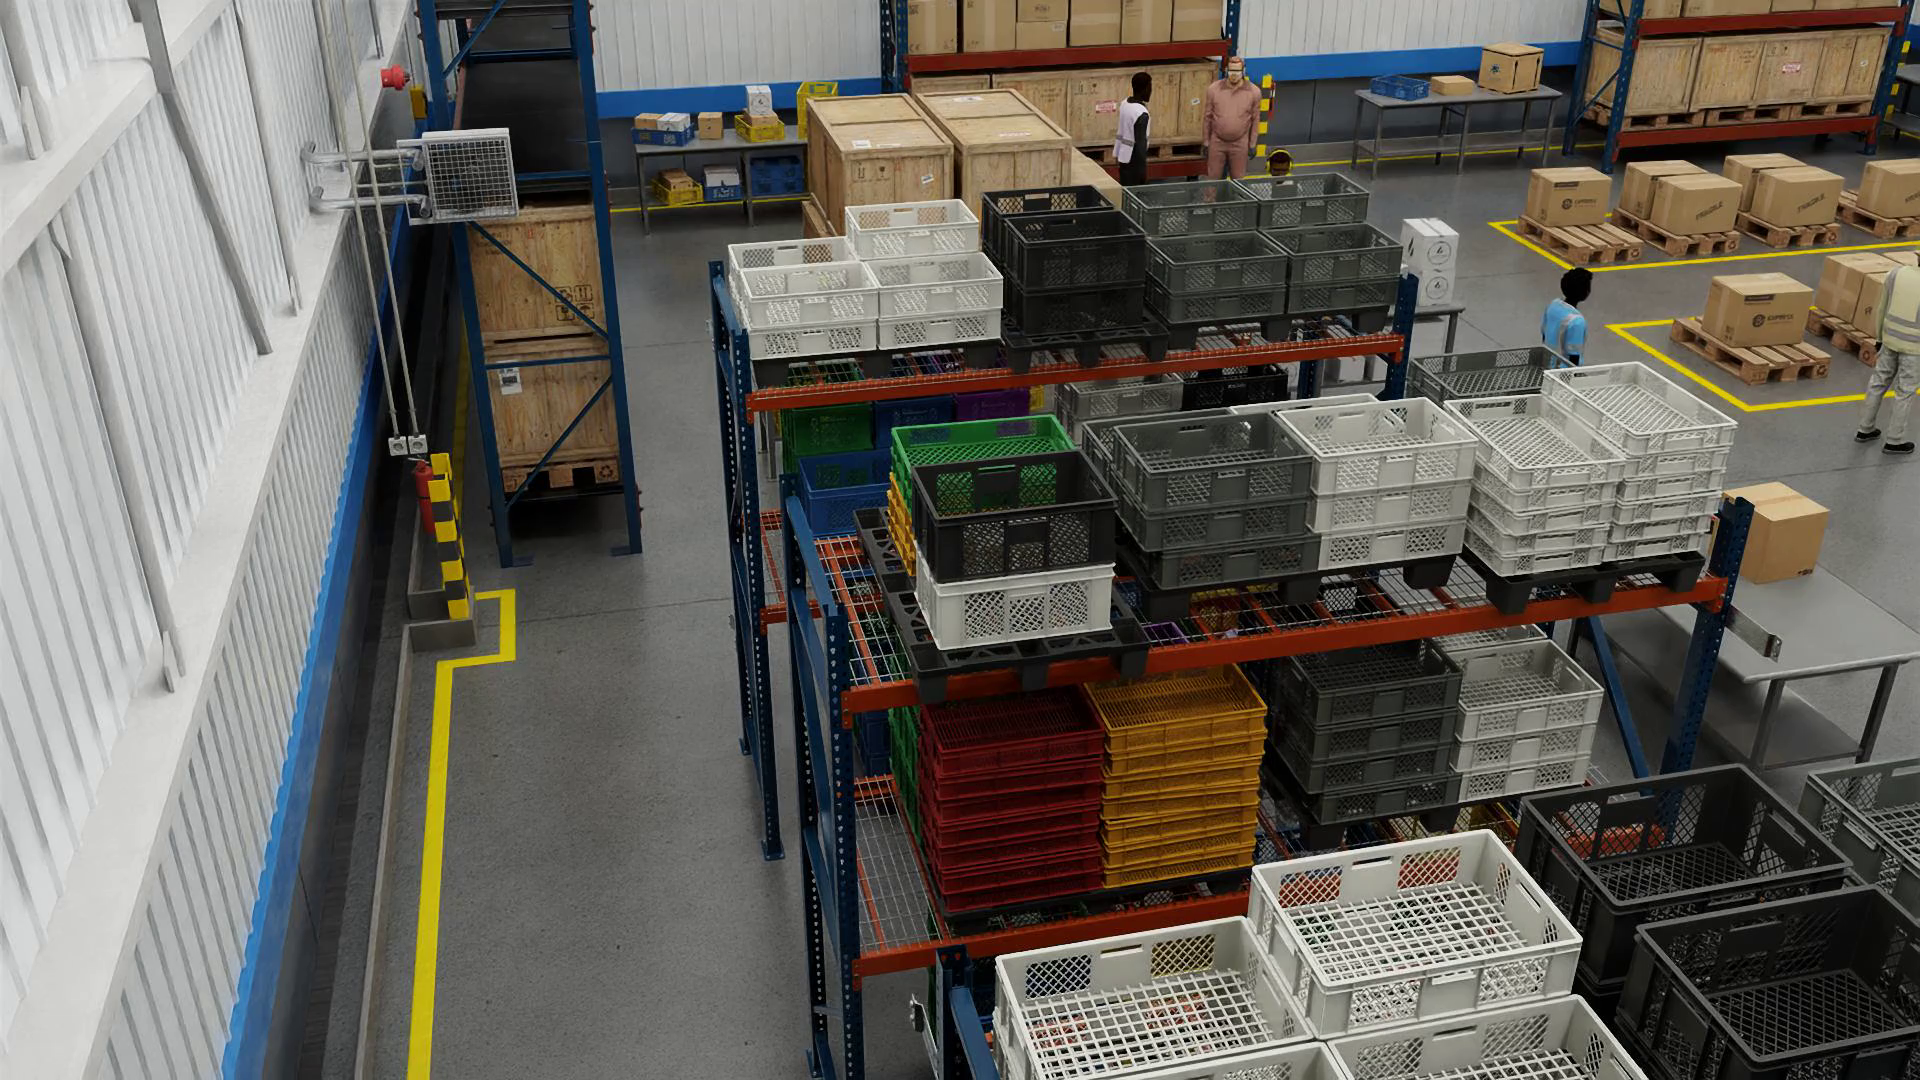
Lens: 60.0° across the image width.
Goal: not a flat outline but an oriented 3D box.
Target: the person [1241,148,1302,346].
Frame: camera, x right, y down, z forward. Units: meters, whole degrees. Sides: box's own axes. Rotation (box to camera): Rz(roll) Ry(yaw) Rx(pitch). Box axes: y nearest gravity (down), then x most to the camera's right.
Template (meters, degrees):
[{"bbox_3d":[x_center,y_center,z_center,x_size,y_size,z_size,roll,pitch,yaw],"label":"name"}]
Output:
[{"bbox_3d":[2.892,-2.718,15.478,0.514,1.866,0.329,0,28,0],"label":"person"}]

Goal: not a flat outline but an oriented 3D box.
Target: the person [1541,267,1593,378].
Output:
[{"bbox_3d":[4.679,-1.309,12.980,0.316,1.695,0.542,-3,28,-6],"label":"person"}]

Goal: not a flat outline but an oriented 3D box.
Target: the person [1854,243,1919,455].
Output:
[{"bbox_3d":[7.630,-1.591,13.367,0.404,1.837,0.593,-12,30,-21],"label":"person"}]

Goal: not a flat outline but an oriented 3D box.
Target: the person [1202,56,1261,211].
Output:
[{"bbox_3d":[3.043,-4.494,18.801,0.636,1.911,0.405,5,28,9],"label":"person"}]

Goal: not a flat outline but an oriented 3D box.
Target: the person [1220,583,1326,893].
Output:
[{"bbox_3d":[1.550,1.029,8.290,0.629,1.939,0.371,6,28,12],"label":"person"}]

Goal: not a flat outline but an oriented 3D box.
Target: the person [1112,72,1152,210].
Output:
[{"bbox_3d":[1.869,-4.118,18.091,0.389,1.911,0.591,-7,29,-14],"label":"person"}]
